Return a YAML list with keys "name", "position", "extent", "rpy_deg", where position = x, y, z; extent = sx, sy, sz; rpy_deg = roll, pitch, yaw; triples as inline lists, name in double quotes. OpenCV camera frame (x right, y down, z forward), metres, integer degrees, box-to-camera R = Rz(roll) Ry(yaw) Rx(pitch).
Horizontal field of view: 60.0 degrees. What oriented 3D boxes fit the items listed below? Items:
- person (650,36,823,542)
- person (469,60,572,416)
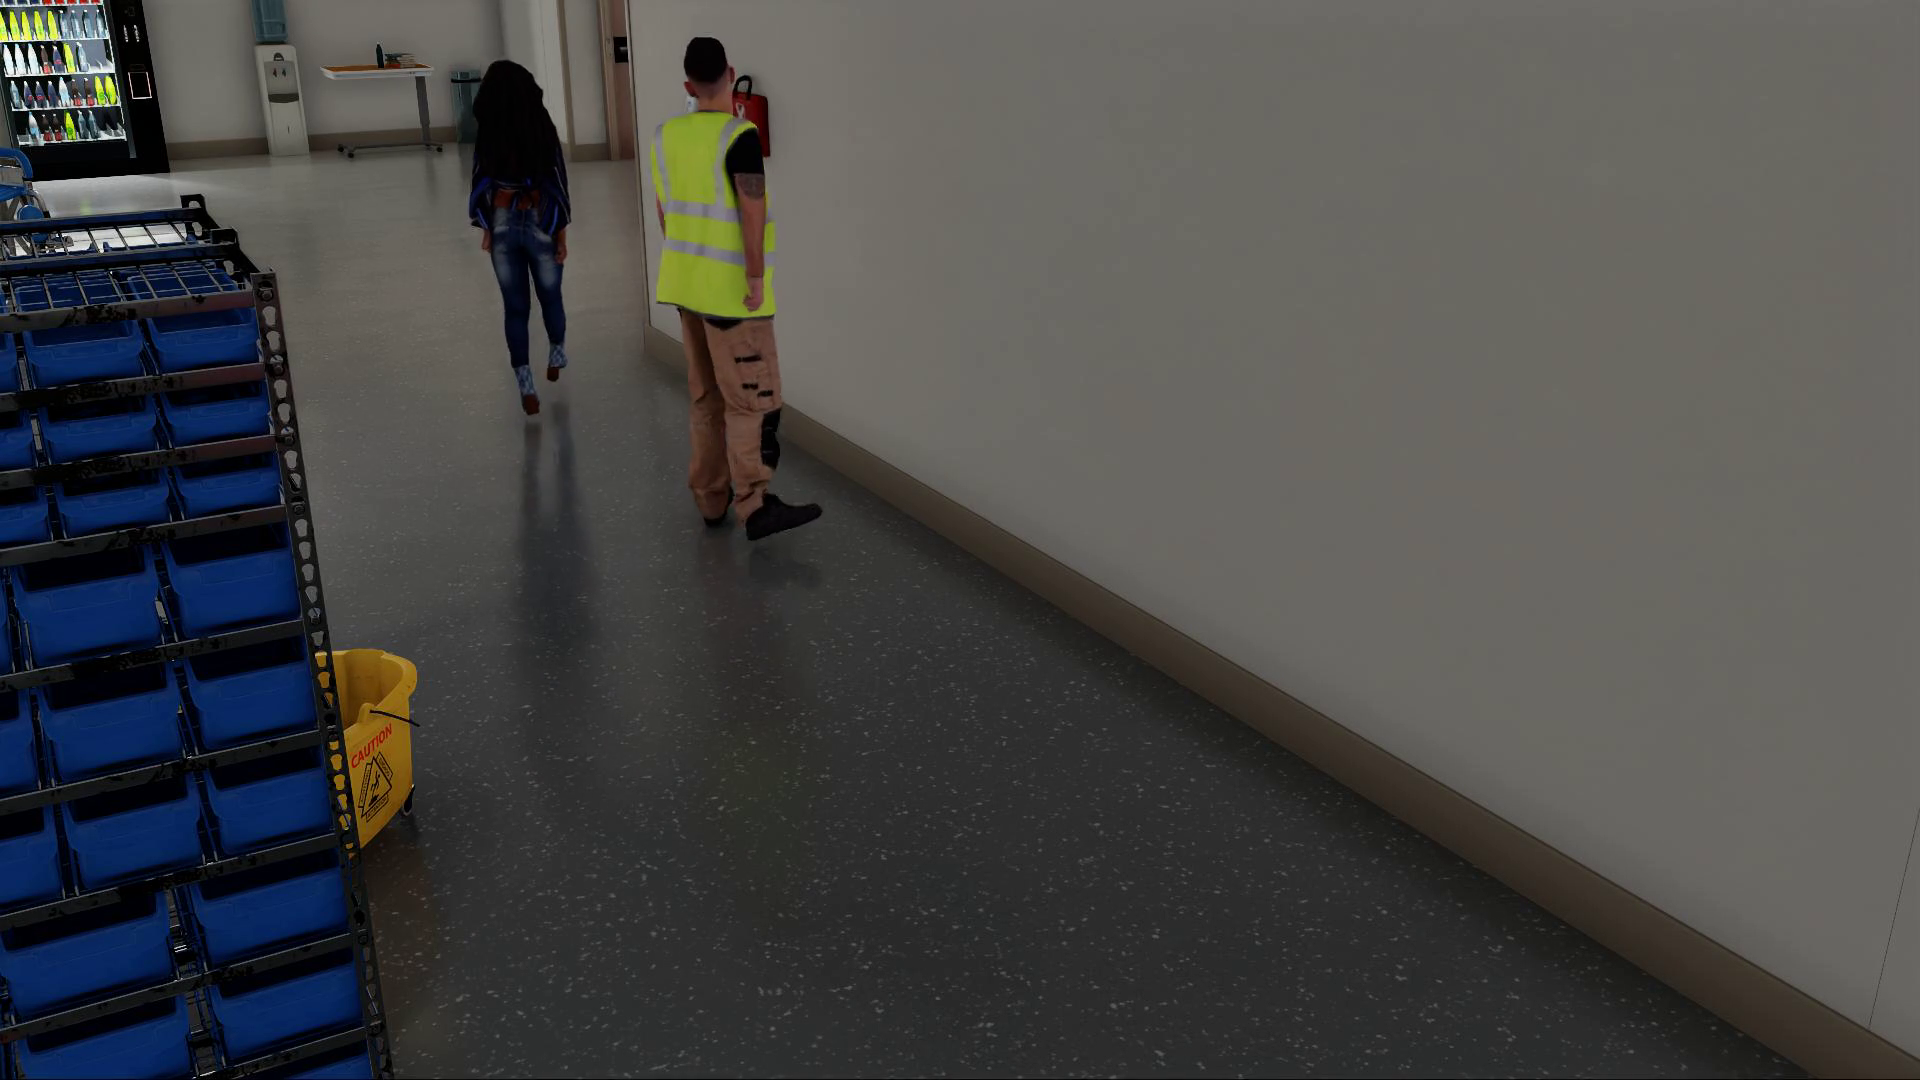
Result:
- name: "person"
  position: [-0.874, -0.901, 6.159]
  extent: [0.872, 1.805, 1.004]
  rpy_deg: [-16, 26, -35]
- name: "person"
  position: [-2.017, -1.351, 7.671]
  extent: [1.070, 1.576, 0.955]
  rpy_deg: [-3, 21, -7]
